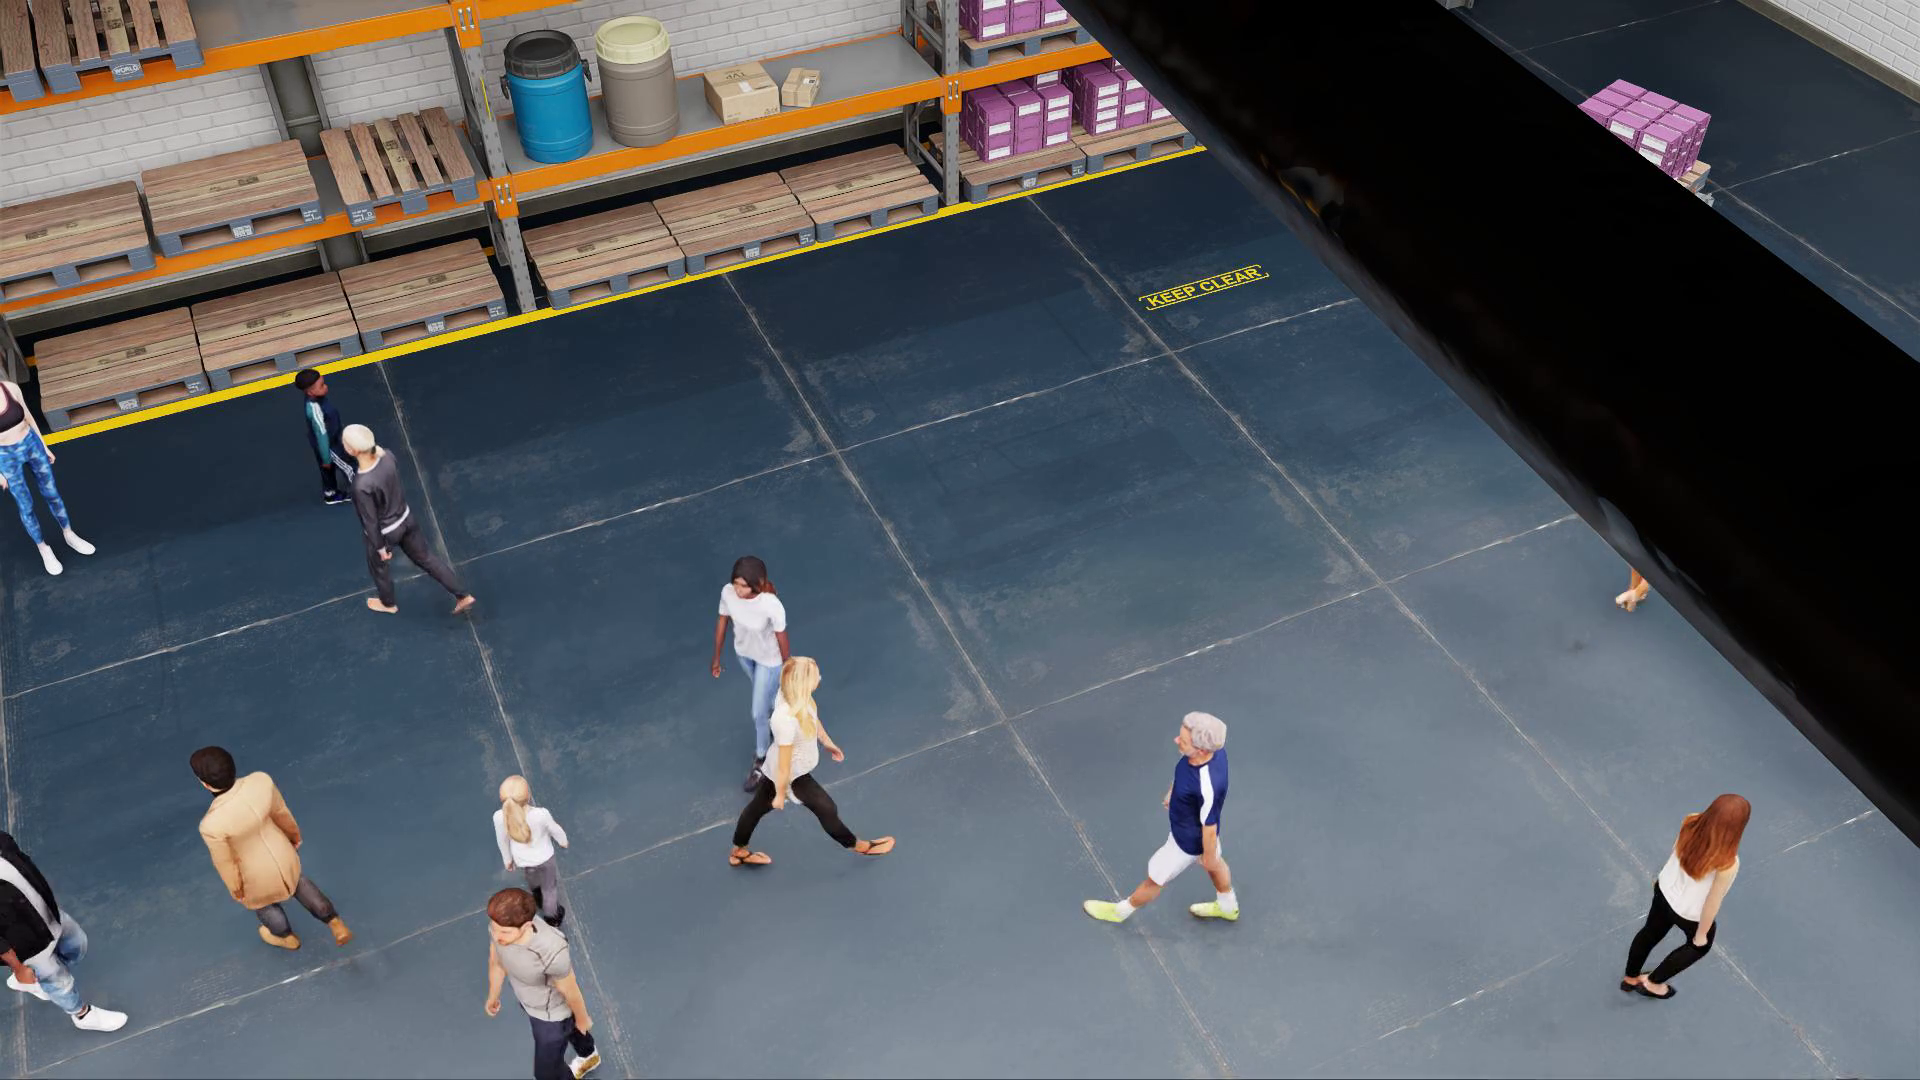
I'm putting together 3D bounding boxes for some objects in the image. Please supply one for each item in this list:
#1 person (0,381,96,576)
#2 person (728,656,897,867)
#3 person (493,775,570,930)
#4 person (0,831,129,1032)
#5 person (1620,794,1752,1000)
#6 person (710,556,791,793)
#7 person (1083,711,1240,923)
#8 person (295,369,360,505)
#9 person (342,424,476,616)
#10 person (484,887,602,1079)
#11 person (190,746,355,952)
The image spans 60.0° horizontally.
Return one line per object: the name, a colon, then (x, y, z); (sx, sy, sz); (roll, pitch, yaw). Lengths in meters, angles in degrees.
person: (-6.480, -0.547, 11.485); (0.720, 1.784, 0.634); (29, 51, 27)
person: (-1.076, 1.338, 9.519); (1.290, 1.767, 0.827); (-5, 44, -6)
person: (-2.415, 1.823, 9.372); (0.665, 1.267, 0.700); (4, 44, 4)
person: (-5.005, 2.048, 8.753); (1.000, 1.795, 0.897); (0, 44, 0)
person: (3.814, 1.954, 8.909); (0.590, 1.716, 0.635); (-11, 45, -11)
person: (-1.194, 0.668, 10.272); (0.902, 1.698, 1.035); (25, 49, 24)
person: (1.379, 1.599, 9.232); (1.247, 1.785, 1.024); (3, 44, 3)
person: (-4.656, -0.725, 12.065); (0.665, 1.243, 0.555); (-14, 45, -14)
person: (-3.731, -0.098, 11.075); (1.076, 1.700, 1.036); (16, 46, 16)
person: (-2.047, 2.266, 8.466); (0.826, 1.875, 0.889); (30, 51, 28)
person: (-3.779, 1.767, 9.110); (1.002, 1.710, 0.969); (18, 47, 18)
